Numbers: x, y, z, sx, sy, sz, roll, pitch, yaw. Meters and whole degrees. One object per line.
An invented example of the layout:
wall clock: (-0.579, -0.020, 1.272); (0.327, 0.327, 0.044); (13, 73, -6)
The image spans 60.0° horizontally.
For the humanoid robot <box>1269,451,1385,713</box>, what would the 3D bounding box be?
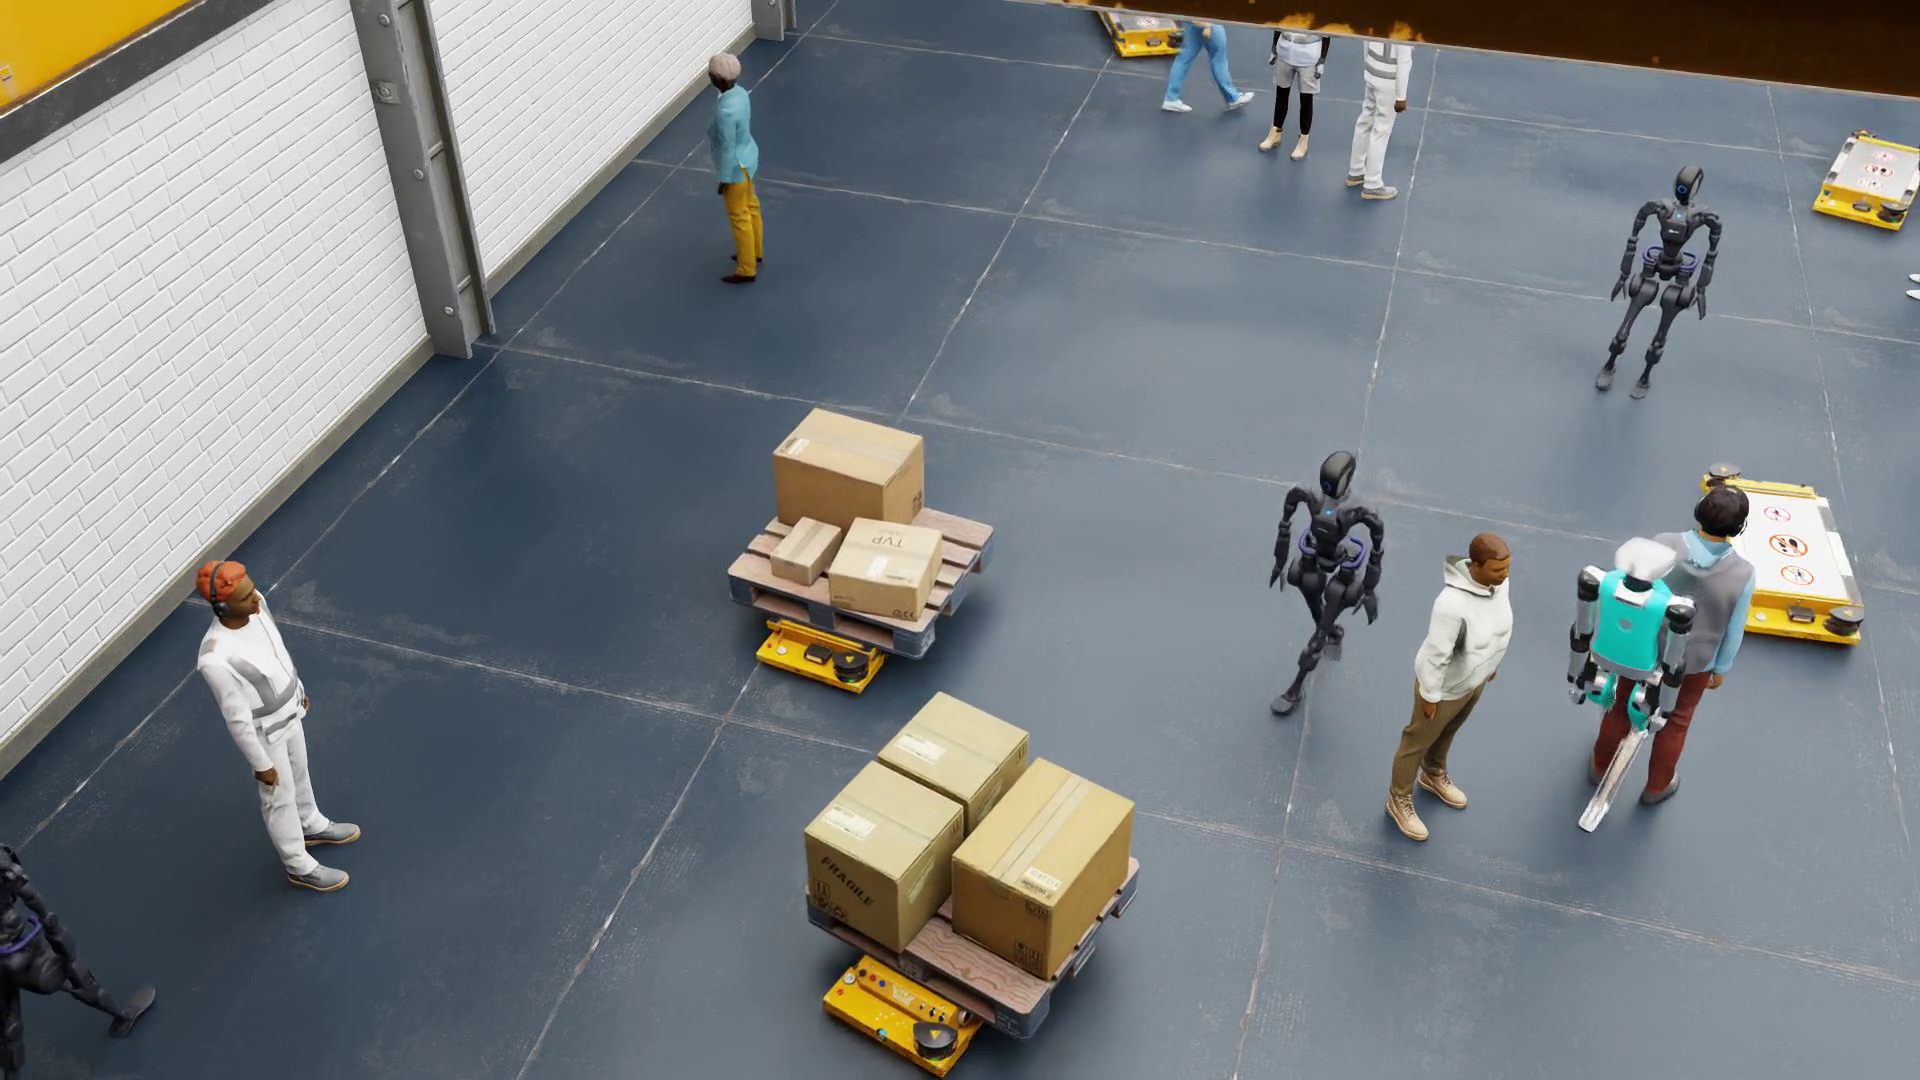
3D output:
humanoid robot: (1.956, 0.142, 8.759); (0.616, 1.613, 0.789); (20, 43, 23)

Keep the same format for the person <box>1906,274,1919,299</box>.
person: (7.282, -2.504, 12.032); (0.314, 1.629, 0.506); (22, 44, 25)

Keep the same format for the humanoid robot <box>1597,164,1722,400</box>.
humanoid robot: (4.654, -1.697, 10.989); (0.611, 1.652, 0.348); (19, 43, 22)

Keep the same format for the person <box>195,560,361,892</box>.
person: (-3.163, 0.847, 7.664); (0.355, 1.883, 0.573); (-2, 39, -2)

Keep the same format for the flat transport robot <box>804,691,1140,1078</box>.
flat transport robot: (0.049, 1.796, 7.771); (0.659, 0.231, 1.431); (23, 44, 26)

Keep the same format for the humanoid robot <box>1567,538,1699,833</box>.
humanoid robot: (3.281, 0.596, 8.134); (0.583, 1.814, 0.932); (24, 44, 26)

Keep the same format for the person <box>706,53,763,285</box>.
person: (-1.662, -2.728, 12.212); (0.339, 1.752, 0.535); (6, 39, 7)

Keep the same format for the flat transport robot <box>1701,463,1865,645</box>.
flat transport robot: (4.886, 0.063, 9.926); (0.659, 0.231, 1.431); (7, 39, 9)

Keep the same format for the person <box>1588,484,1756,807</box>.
person: (3.449, 0.532, 8.057); (0.544, 1.877, 0.408); (24, 45, 27)

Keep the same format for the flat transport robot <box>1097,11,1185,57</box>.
flat transport robot: (1.754, -5.126, 16.380); (0.659, 0.231, 1.431); (-5, 39, -7)

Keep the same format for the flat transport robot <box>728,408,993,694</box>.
flat transport robot: (-0.543, 0.296, 9.636); (0.659, 0.231, 1.431); (16, 42, 19)

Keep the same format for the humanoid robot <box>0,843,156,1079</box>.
humanoid robot: (-3.900, 1.671, 6.845); (0.586, 1.636, 0.777); (10, 40, 13)

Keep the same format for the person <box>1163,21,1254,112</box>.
person: (2.221, -4.575, 14.568); (0.879, 1.667, 0.539); (-5, 39, -6)

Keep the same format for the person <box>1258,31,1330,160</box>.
person: (2.817, -4.017, 13.860); (0.540, 1.695, 0.316); (25, 45, 28)

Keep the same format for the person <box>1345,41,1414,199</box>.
person: (3.393, -3.651, 13.257); (0.337, 1.882, 0.583); (-11, 40, -13)

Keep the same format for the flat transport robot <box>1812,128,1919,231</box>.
flat transport robot: (7.546, -2.981, 13.712); (0.659, 0.231, 1.431); (23, 44, 25)

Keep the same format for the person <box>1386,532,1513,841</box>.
person: (2.355, 0.666, 7.981); (0.518, 1.767, 0.374); (-27, 46, -30)
